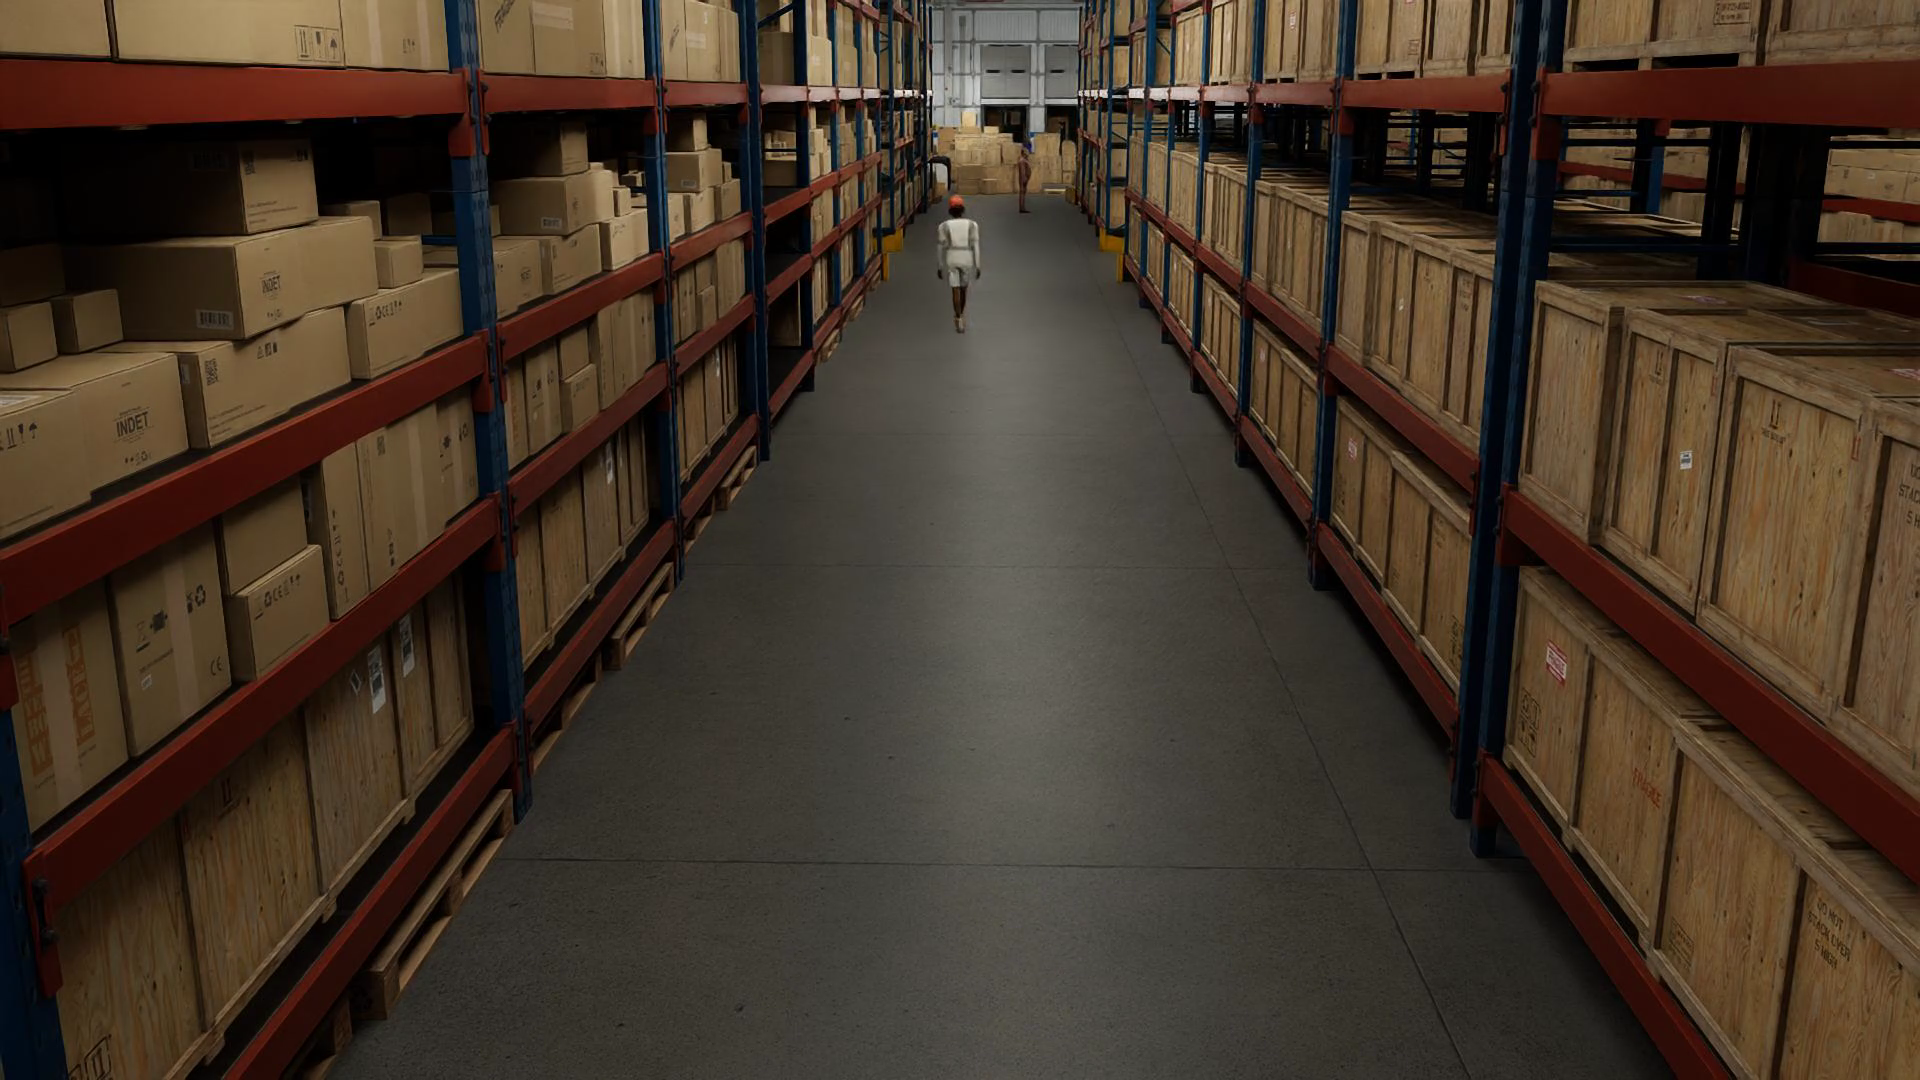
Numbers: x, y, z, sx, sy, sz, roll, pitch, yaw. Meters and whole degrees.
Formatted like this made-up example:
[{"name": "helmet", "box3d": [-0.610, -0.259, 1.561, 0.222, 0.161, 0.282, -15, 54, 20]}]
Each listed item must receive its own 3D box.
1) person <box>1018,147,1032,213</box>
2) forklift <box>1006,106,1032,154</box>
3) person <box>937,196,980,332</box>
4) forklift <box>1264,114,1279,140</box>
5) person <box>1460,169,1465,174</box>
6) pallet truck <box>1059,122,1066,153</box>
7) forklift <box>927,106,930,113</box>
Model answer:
[{"name": "person", "box3d": [1.919, -10.673, 49.349, 0.407, 1.910, 0.638, 0, 15, 2]}, {"name": "forklift", "box3d": [2.743, -20.038, 82.347, 1.129, 2.768, 1.873, -7, 17, -24]}, {"name": "person", "box3d": [-0.032, -4.116, 24.827, 0.617, 1.974, 1.105, -2, 15, -8]}, {"name": "forklift", "box3d": [11.030, -14.032, 59.999, 1.129, 2.768, 1.873, 0, 15, 2]}, {"name": "person", "box3d": [10.620, -6.921, 35.379, 0.392, 1.914, 0.588, 0, 15, 2]}, {"name": "pallet truck", "box3d": [5.788, -21.111, 88.014, 1.885, 1.965, 0.823, 5, 16, 18]}, {"name": "forklift", "box3d": [-2.001, -20.667, 84.687, 1.129, 2.768, 1.873, 0, 15, 2]}]
